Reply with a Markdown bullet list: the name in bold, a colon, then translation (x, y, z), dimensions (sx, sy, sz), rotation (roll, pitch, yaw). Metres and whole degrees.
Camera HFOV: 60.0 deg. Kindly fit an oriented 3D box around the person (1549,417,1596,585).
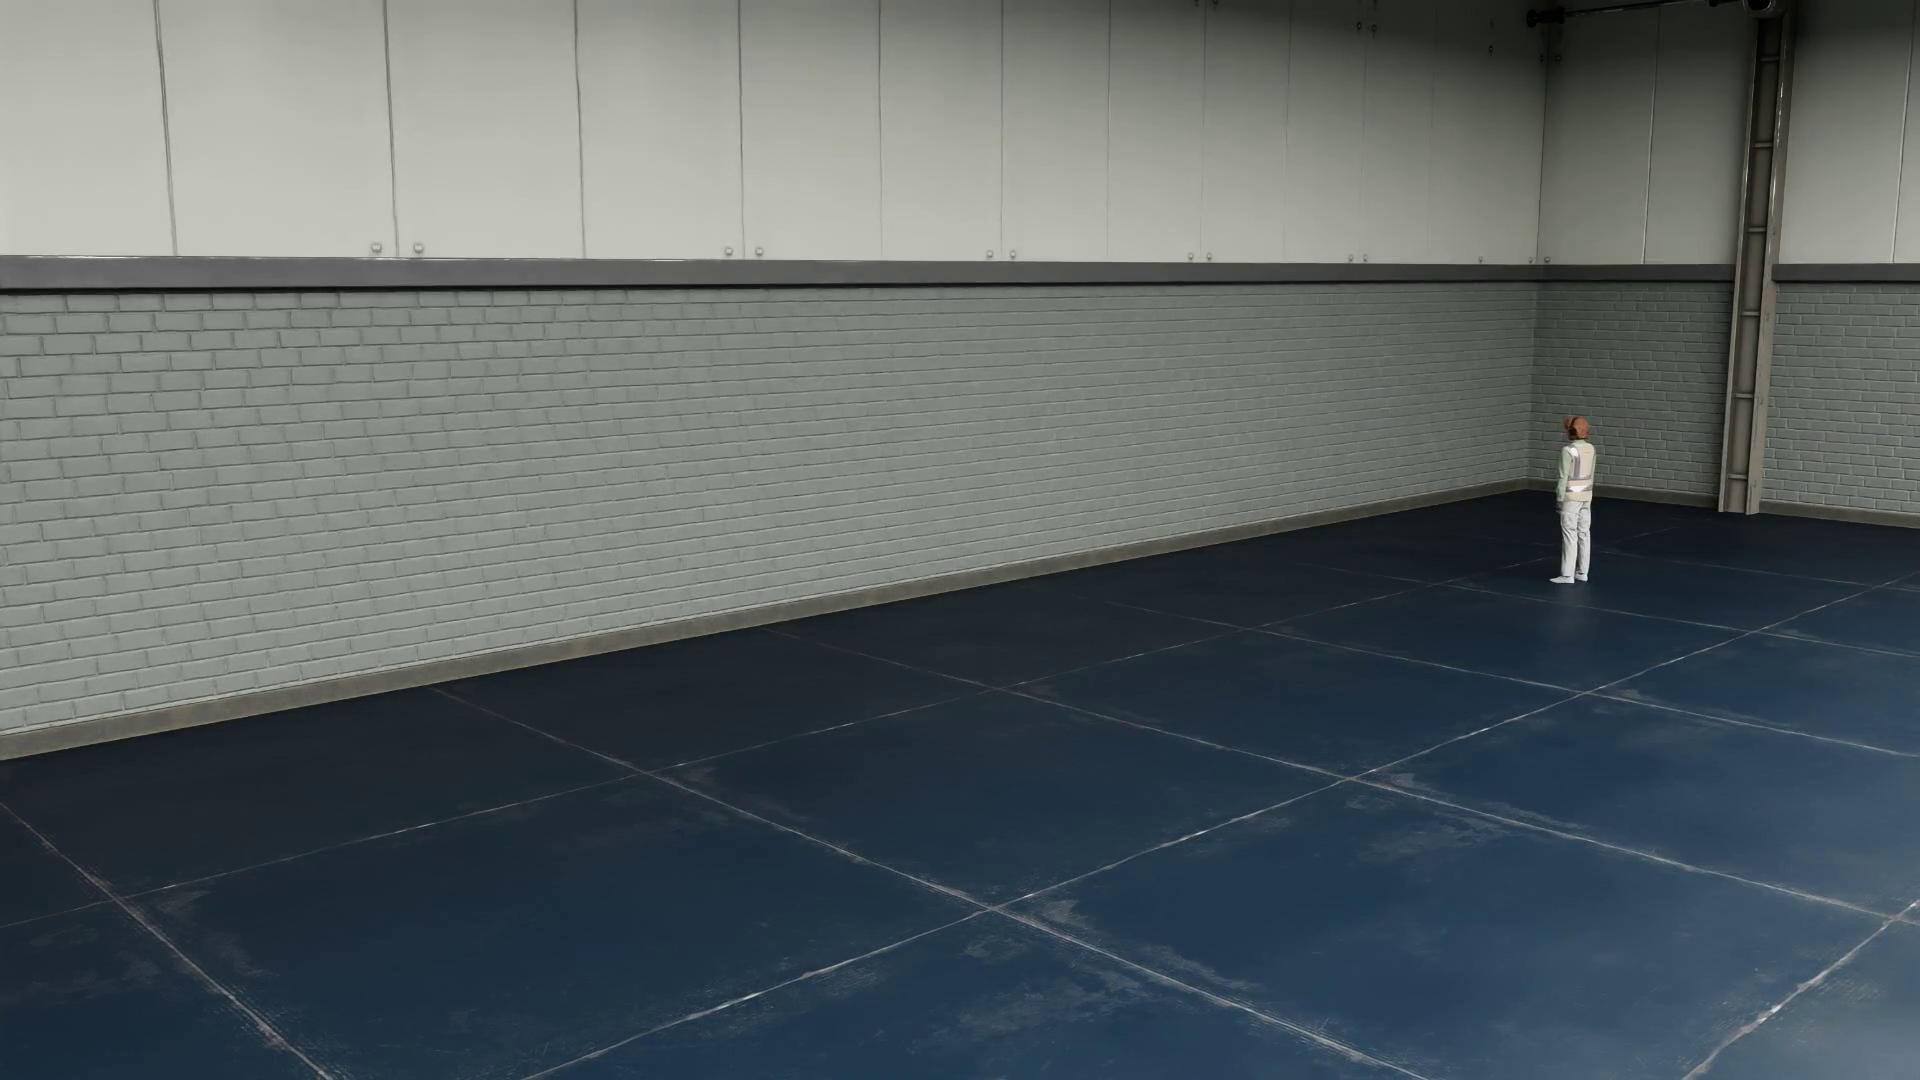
- **person**: translation (5.991, -0.382, 16.204), dimensions (0.510, 1.634, 0.312), rotation (-7, 12, -38)
